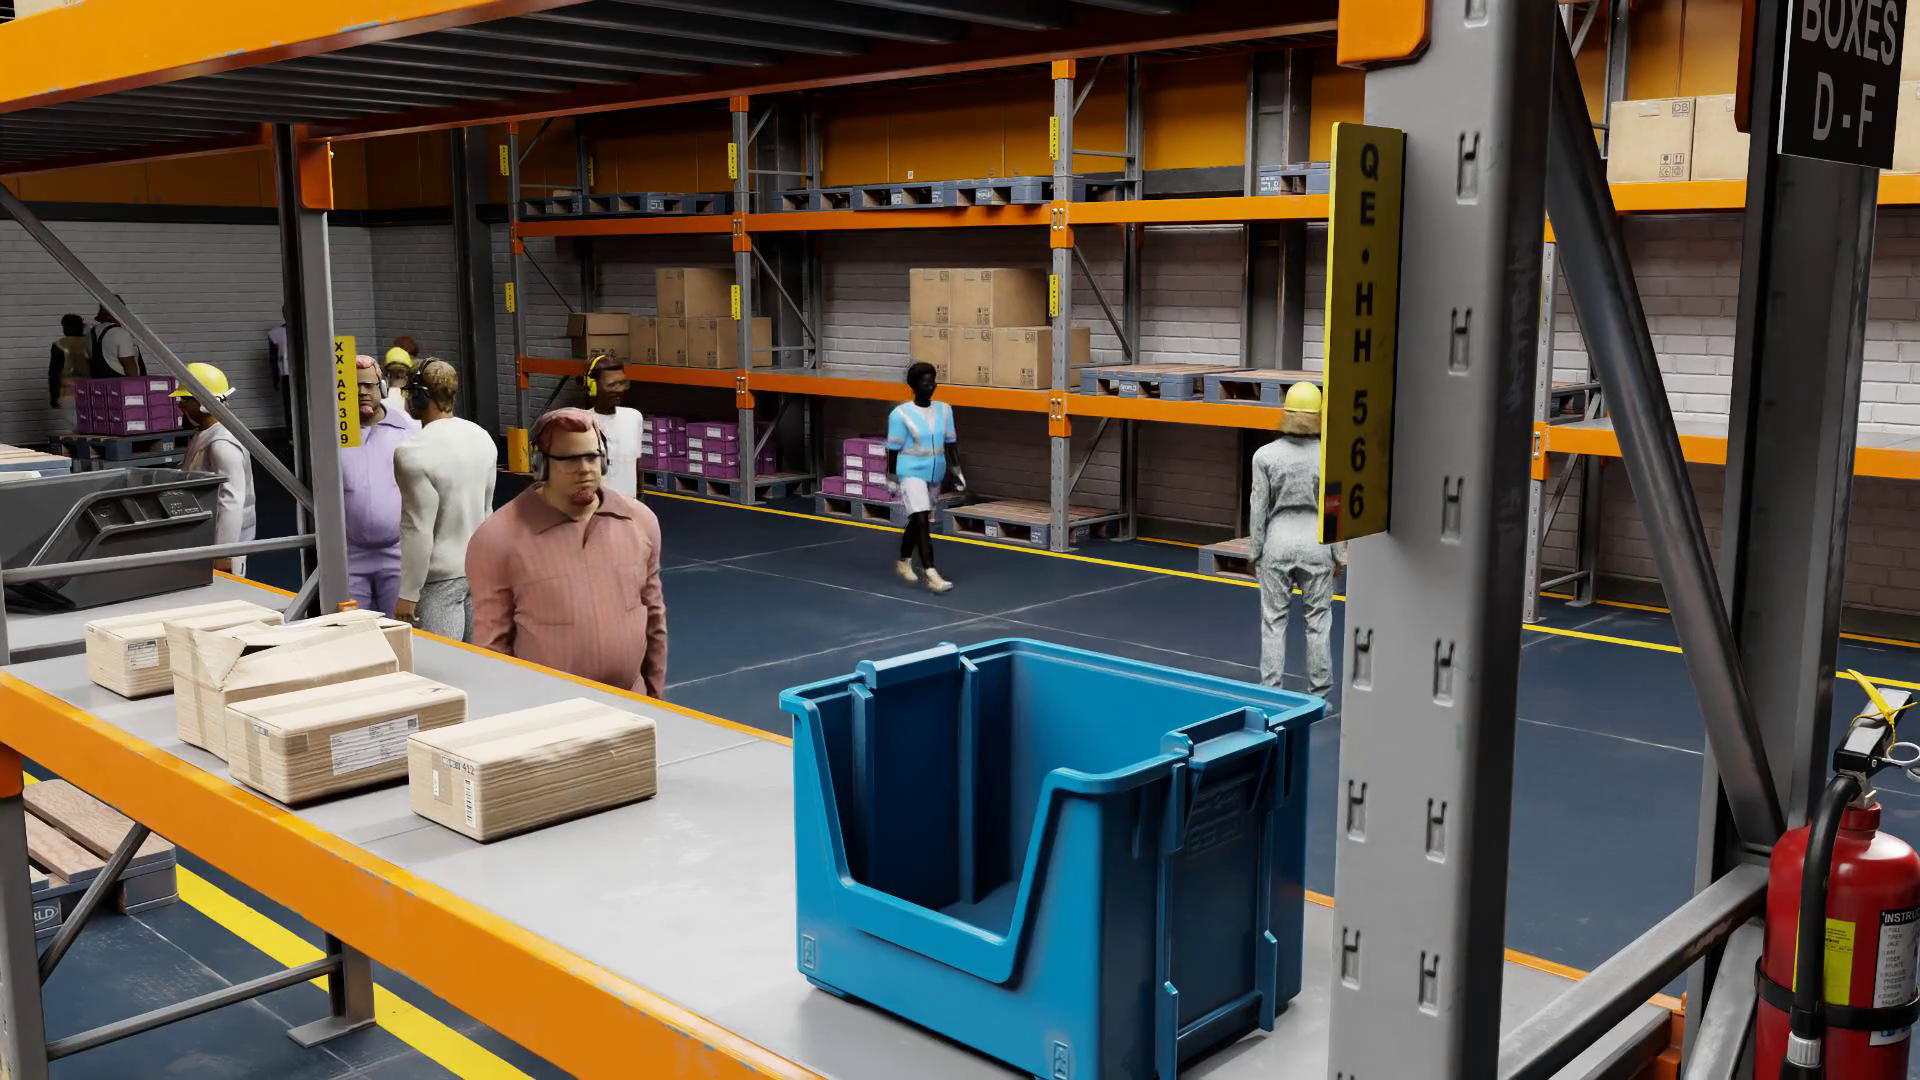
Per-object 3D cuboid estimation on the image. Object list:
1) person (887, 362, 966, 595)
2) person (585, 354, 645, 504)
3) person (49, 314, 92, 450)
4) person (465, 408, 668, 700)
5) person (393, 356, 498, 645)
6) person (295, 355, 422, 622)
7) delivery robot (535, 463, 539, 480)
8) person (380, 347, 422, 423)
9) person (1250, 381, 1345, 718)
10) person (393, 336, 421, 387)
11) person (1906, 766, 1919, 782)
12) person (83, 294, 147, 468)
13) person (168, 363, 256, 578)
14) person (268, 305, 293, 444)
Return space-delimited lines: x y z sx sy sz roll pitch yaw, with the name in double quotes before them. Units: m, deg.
"person" -0.267 -0.459 12.019 0.541 1.649 0.864 -7 12 -38
"person" -1.892 -0.091 9.130 0.561 1.855 0.396 -9 13 -44
"person" -10.080 -1.687 19.069 0.863 1.814 0.632 4 10 24
"person" -1.185 0.536 5.184 0.635 1.899 0.397 -7 12 -38
"person" -2.250 0.173 7.263 0.372 1.940 0.627 3 10 16
"person" -2.840 0.065 8.025 0.651 1.907 0.409 -5 10 -28
"delivery robot" -3.983 -0.733 16.762 0.477 0.478 0.707 -9 13 -43
"person" -4.153 -0.560 12.382 0.550 1.728 0.818 -3 10 -20
"person" 1.741 0.055 8.581 0.492 1.742 0.317 2 9 11
"person" -5.781 -1.370 17.780 0.690 1.594 0.345 8 12 42
"person" 4.535 0.202 7.456 0.591 1.823 0.405 -7 12 -38
"person" -9.256 -1.687 18.356 0.673 2.000 0.536 5 10 27
"person" -3.879 -0.001 8.657 0.404 1.832 0.596 -6 11 -32
"person" -8.680 -2.157 21.752 0.600 1.877 0.869 -3 10 -15
